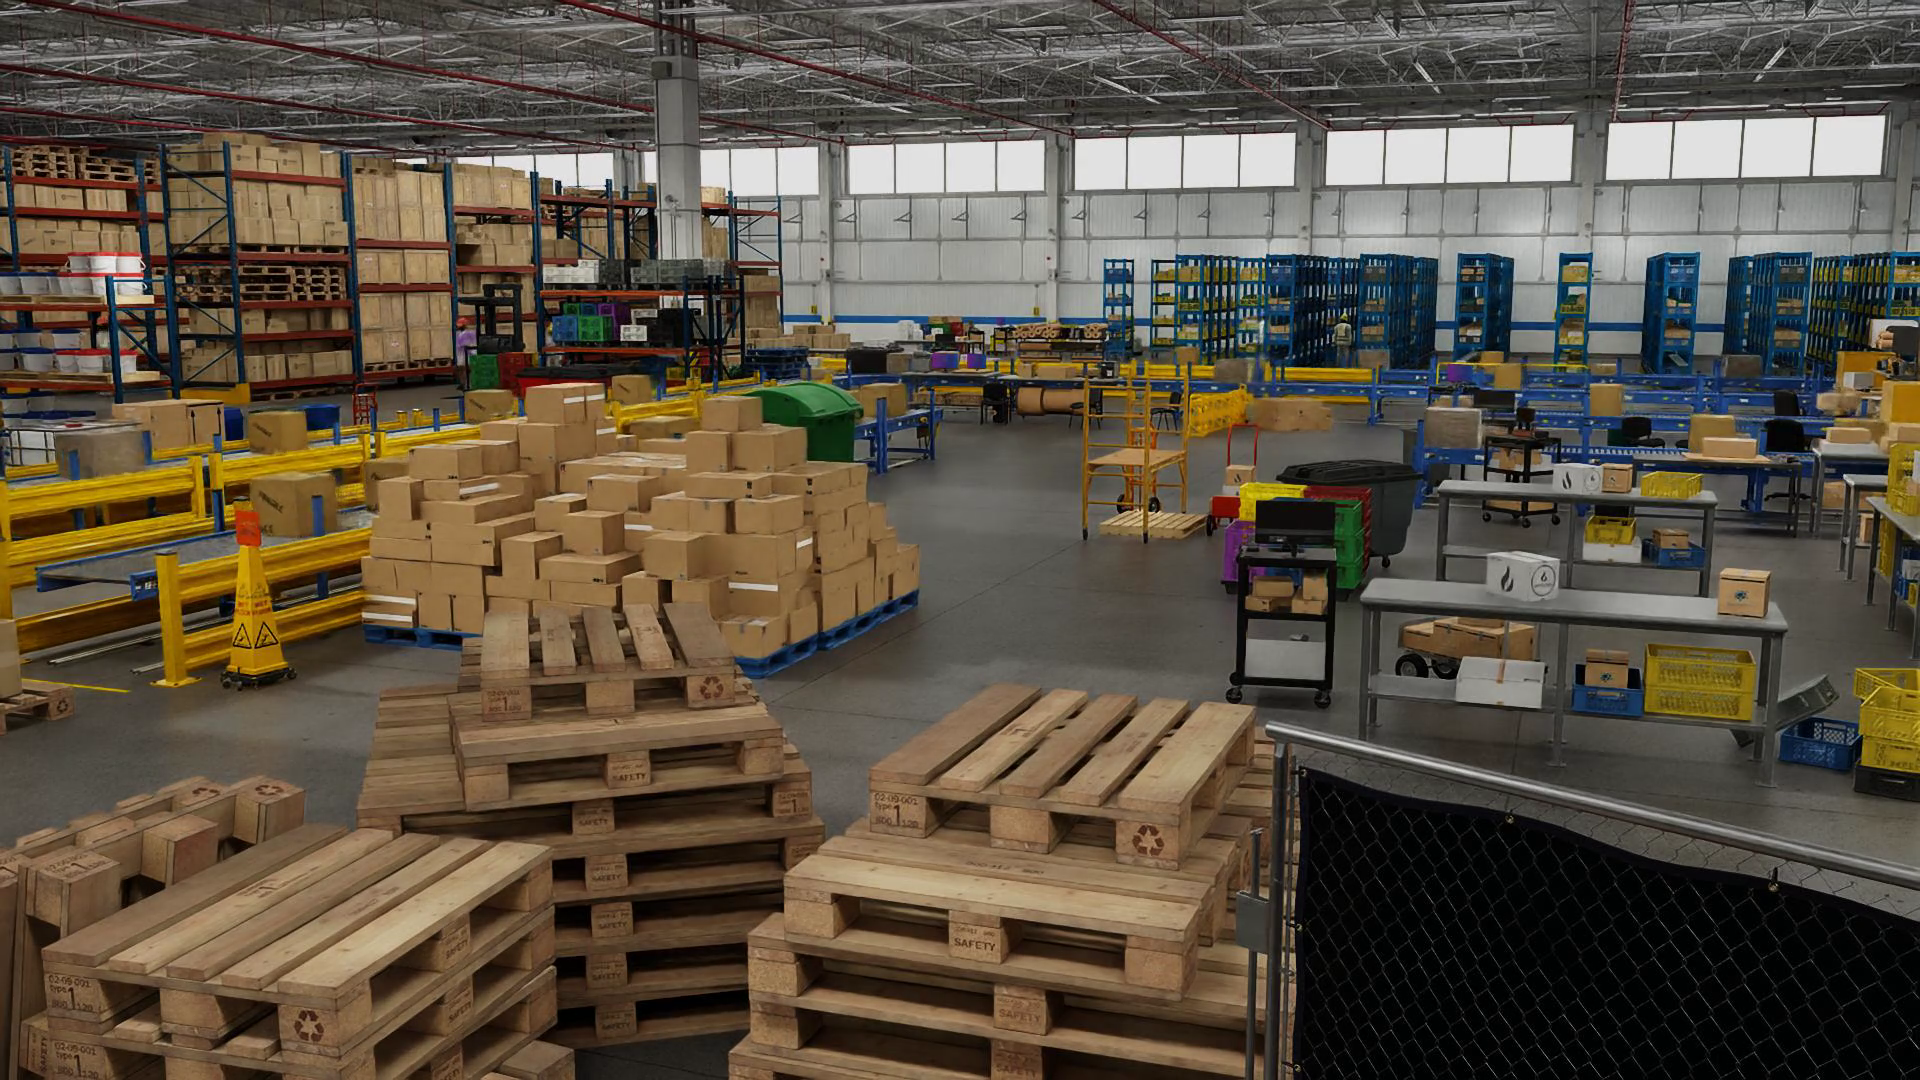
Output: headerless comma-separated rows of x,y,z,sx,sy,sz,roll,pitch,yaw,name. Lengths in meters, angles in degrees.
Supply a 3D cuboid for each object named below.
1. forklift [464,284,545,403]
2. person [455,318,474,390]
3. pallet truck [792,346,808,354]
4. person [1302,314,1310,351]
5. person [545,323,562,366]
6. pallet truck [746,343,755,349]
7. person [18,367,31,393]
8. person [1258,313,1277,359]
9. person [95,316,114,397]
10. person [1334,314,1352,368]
-10.832,-4.702,39.610,1.129,2.768,1.873,3,10,20,forklift
-13.139,-4.948,44.181,0.568,1.915,0.652,4,10,22,person
-3.705,-4.298,42.022,0.653,1.274,1.630,3,10,20,pallet truck
12.365,-7.341,59.448,0.402,1.837,0.564,2,9,12,person
-10.751,-4.853,44.020,0.614,1.777,0.614,4,10,25,person
-6.183,-4.618,44.264,1.601,1.201,0.680,-9,12,-43,pallet truck
-22.538,-4.137,40.017,0.512,1.611,0.514,-5,10,-30,person
9.608,-6.183,51.885,0.568,1.931,0.641,-3,9,-15,person
-21.331,-4.549,41.388,0.631,2.003,0.946,4,10,23,person
11.978,-6.140,51.923,0.587,1.834,0.403,7,12,39,person
